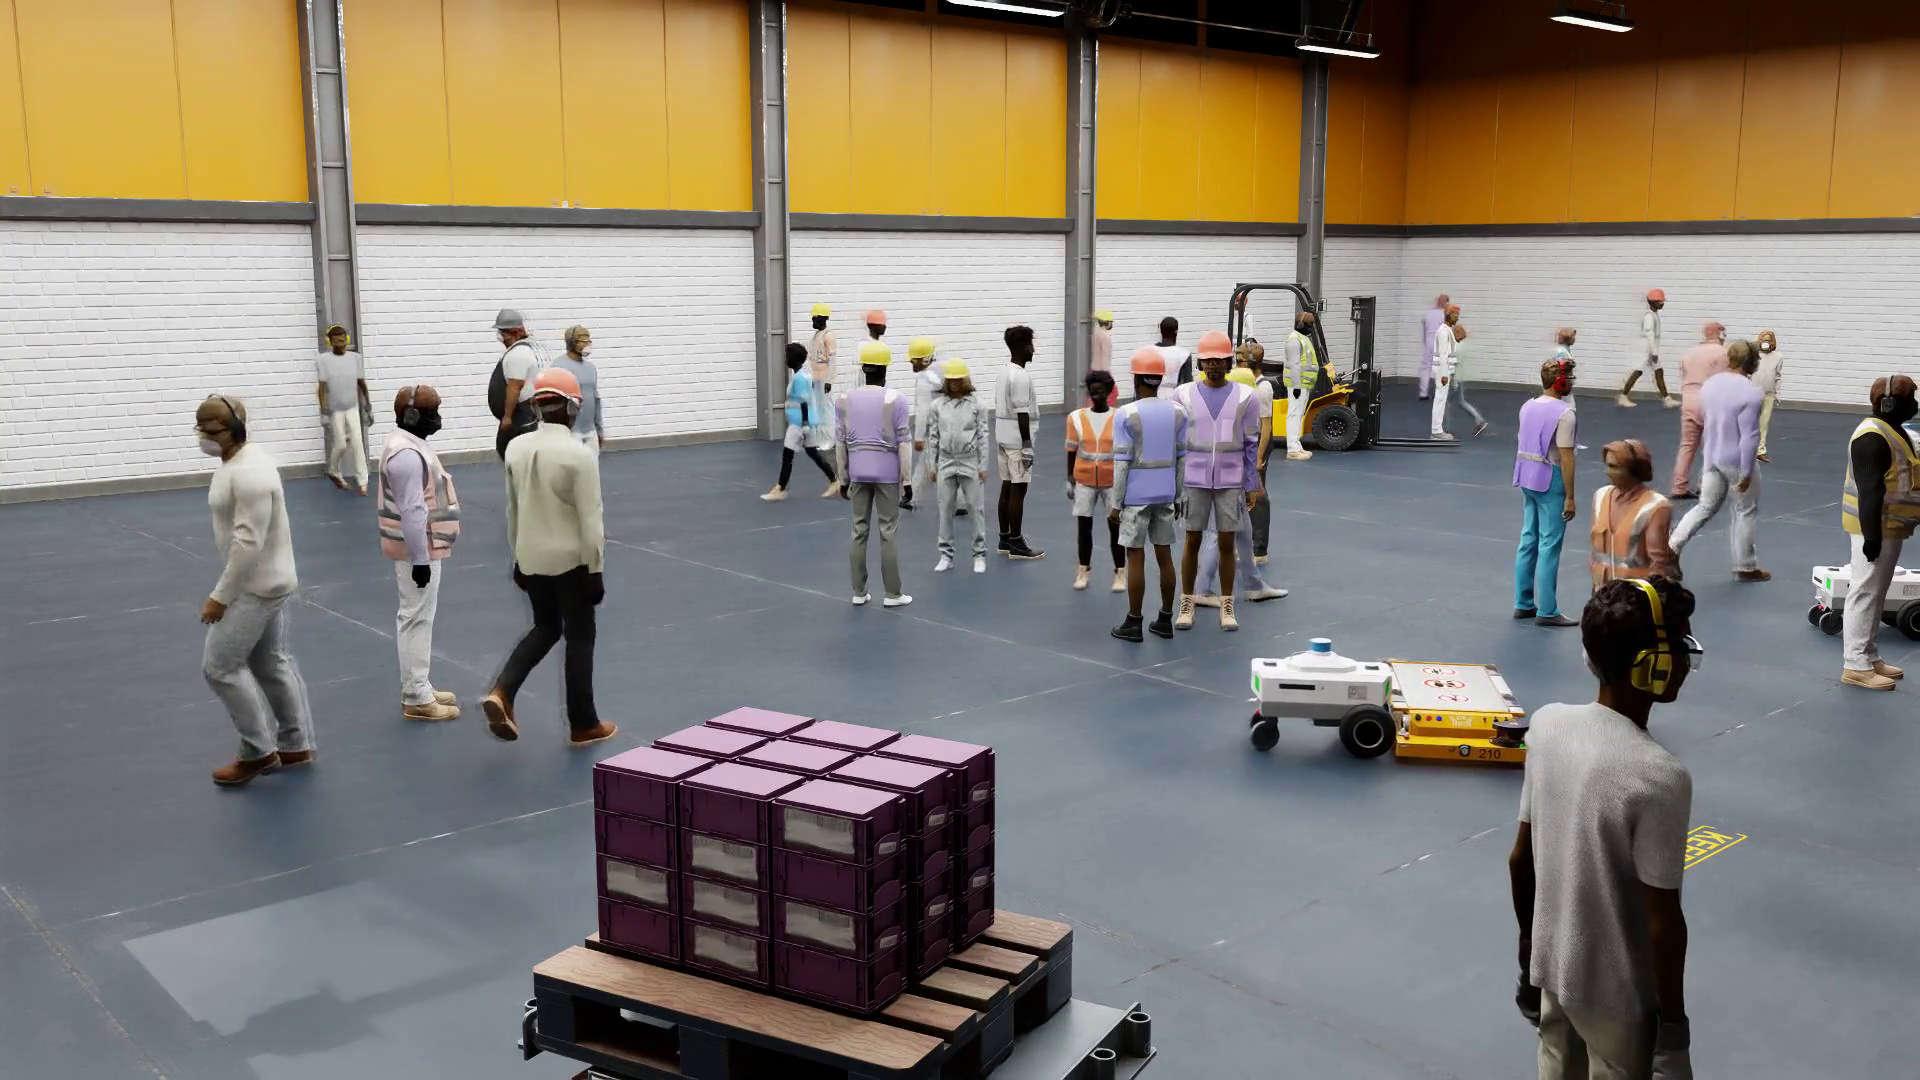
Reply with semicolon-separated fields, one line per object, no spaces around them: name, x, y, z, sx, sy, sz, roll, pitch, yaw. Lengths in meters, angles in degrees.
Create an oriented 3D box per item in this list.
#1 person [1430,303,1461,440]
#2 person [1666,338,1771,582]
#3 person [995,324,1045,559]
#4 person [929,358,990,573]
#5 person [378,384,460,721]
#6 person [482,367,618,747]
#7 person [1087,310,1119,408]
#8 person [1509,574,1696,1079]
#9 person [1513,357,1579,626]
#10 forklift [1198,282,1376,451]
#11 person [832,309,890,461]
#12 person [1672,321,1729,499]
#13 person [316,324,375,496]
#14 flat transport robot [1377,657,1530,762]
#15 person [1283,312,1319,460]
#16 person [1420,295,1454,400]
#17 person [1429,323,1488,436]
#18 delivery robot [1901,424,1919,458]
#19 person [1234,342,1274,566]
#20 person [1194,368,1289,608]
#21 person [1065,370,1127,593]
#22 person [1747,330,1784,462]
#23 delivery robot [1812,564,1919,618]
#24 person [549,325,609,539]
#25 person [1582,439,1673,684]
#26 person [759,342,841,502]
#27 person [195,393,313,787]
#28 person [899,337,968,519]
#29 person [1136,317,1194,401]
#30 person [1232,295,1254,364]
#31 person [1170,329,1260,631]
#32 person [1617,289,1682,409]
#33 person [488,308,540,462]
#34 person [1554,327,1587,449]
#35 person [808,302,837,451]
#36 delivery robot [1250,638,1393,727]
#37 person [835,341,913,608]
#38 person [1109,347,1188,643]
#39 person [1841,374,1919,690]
person;6.687;-2.315;22.944;0.343;1.884;0.584;3;10;17
person;5.894;-0.601;12.836;0.895;1.915;0.630;-3;10;-18
person;0.486;-0.826;13.990;0.368;1.967;0.603;-3;10;-16
person;-0.005;-0.588;13.301;0.492;1.733;0.371;2;10;10
person;-2.963;0.065;9.151;0.429;1.839;0.633;-3;10;-18
person;-2.099;0.118;8.453;0.645;1.974;0.650;7;12;34
person;2.123;-2.452;24.135;0.680;1.739;0.545;-2;10;-14
person;1.405;0.994;3.623;0.312;1.869;0.536;-3;10;-17
person;4.030;-0.331;11.447;0.386;1.845;0.567;-3;10;-15
forklift;4.328;-2.346;22.227;2.313;2.155;1.214;3;10;16
person;-1.135;-1.878;20.357;0.945;1.904;0.550;2;10;13
person;7.716;-1.336;17.303;0.582;1.856;0.673;-3;10;-18
person;-6.563;-1.392;17.731;0.591;1.835;0.760;-7;12;-36
flat transport robot;2.618;0.885;8.929;0.652;0.197;1.431;2;10;9
person;4.277;-1.935;20.873;0.429;1.838;0.622;4;10;20
person;8.453;-3.395;29.380;0.646;1.853;0.989;8;12;38
person;7.022;-2.234;23.304;0.776;1.606;0.519;3;10;20
delivery robot;11.124;-1.128;19.612;0.707;0.478;0.477;-5;11;-27
person;2.387;-0.702;13.642;0.343;1.839;0.506;-2;10;-9
person;2.034;-0.364;11.969;0.716;1.735;0.543;0;10;1
person;1.055;-0.440;12.541;0.536;1.691;0.319;2;10;12
person;9.856;-1.765;20.466;0.501;1.631;0.285;0;10;-1
delivery robot;6.146;0.310;11.192;0.707;0.478;0.477;2;10;11
person;-3.381;-0.937;14.751;0.393;1.933;0.638;4;10;22
person;3.419;0.289;8.464;0.422;1.625;0.515;-6;11;-31
person;-1.614;-1.224;17.232;0.874;1.657;0.541;-1;10;-6
person;-3.370;0.247;7.900;0.556;1.902;0.648;-6;11;-31
person;-0.277;-1.073;16.035;0.911;1.761;0.650;2;10;13
person;2.237;-1.424;17.733;0.617;1.882;0.881;6;11;31
person;4.751;-3.211;28.205;0.356;1.883;0.572;-4;10;-20
person;1.707;-0.396;11.252;0.615;2.042;0.372;1;10;7
person;11.476;-3.156;27.584;1.072;1.984;0.634;6;11;32
person;-4.416;-1.300;16.550;0.542;2.000;0.704;-3;10;-19
person;7.862;-1.999;21.905;0.770;1.612;0.527;6;11;31
person;-1.803;-2.137;21.773;0.364;1.930;0.588;-5;11;-26
delivery robot;1.861;0.752;8.607;0.707;0.478;0.477;2;10;9
person;-0.612;-0.470;12.018;0.585;1.929;0.370;4;10;20
person;1.224;-0.292;10.951;0.544;1.939;0.354;-4;11;-25
person;5.459;-0.055;9.841;0.429;1.846;0.626;8;12;38
